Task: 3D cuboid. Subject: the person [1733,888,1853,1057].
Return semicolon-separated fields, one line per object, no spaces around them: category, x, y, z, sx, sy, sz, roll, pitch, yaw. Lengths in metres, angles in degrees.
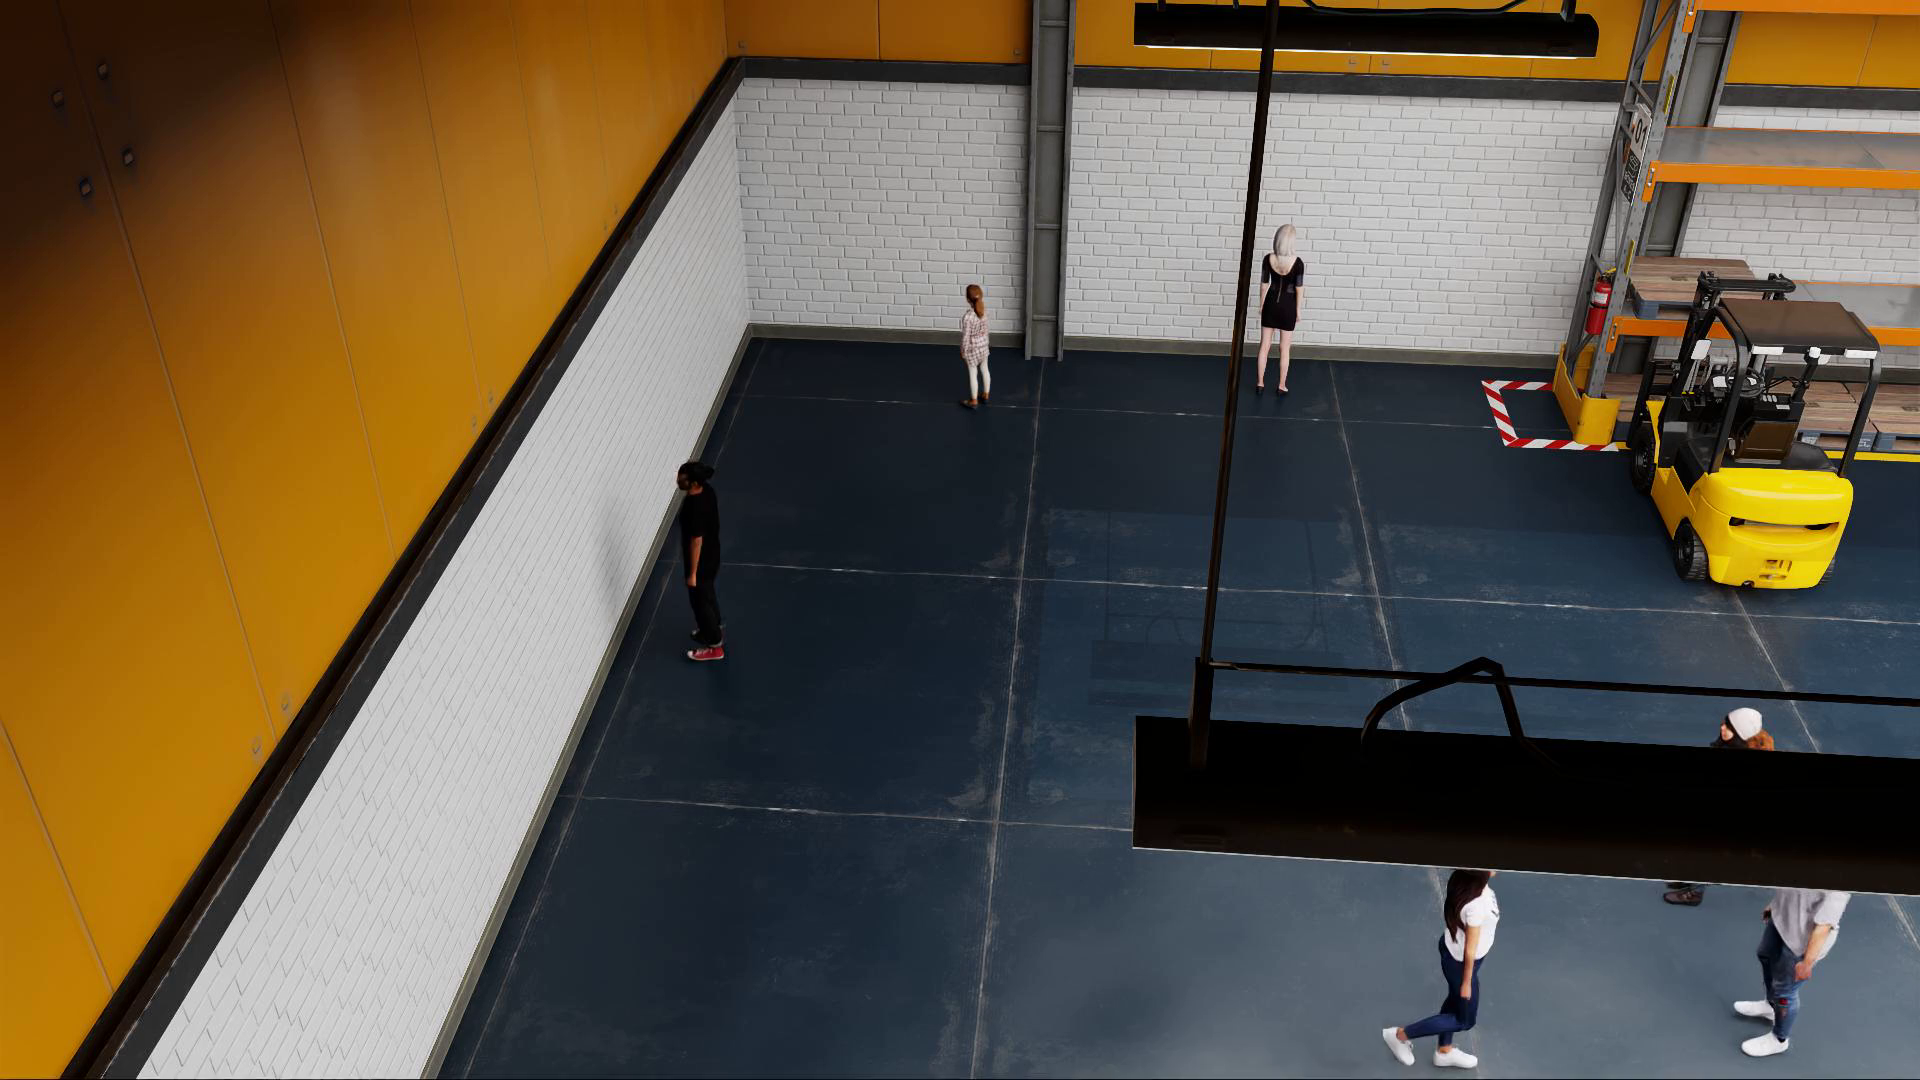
person;4.884;2.232;9.621;0.591;1.874;0.676;2;34;3

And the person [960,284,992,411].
person;0.162;-1.908;16.358;0.605;1.310;0.657;-27;42;-35

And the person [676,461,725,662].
person;-2.005;0.146;12.867;0.562;1.755;0.657;4;34;6

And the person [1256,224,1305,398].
person;3.154;-2.263;16.424;0.537;1.830;0.693;13;36;19

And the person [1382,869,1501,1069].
person;2.776;2.395;9.474;0.818;1.765;0.632;5;34;8

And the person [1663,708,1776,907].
person;4.892;1.721;10.610;0.592;1.630;0.630;4;34;7
